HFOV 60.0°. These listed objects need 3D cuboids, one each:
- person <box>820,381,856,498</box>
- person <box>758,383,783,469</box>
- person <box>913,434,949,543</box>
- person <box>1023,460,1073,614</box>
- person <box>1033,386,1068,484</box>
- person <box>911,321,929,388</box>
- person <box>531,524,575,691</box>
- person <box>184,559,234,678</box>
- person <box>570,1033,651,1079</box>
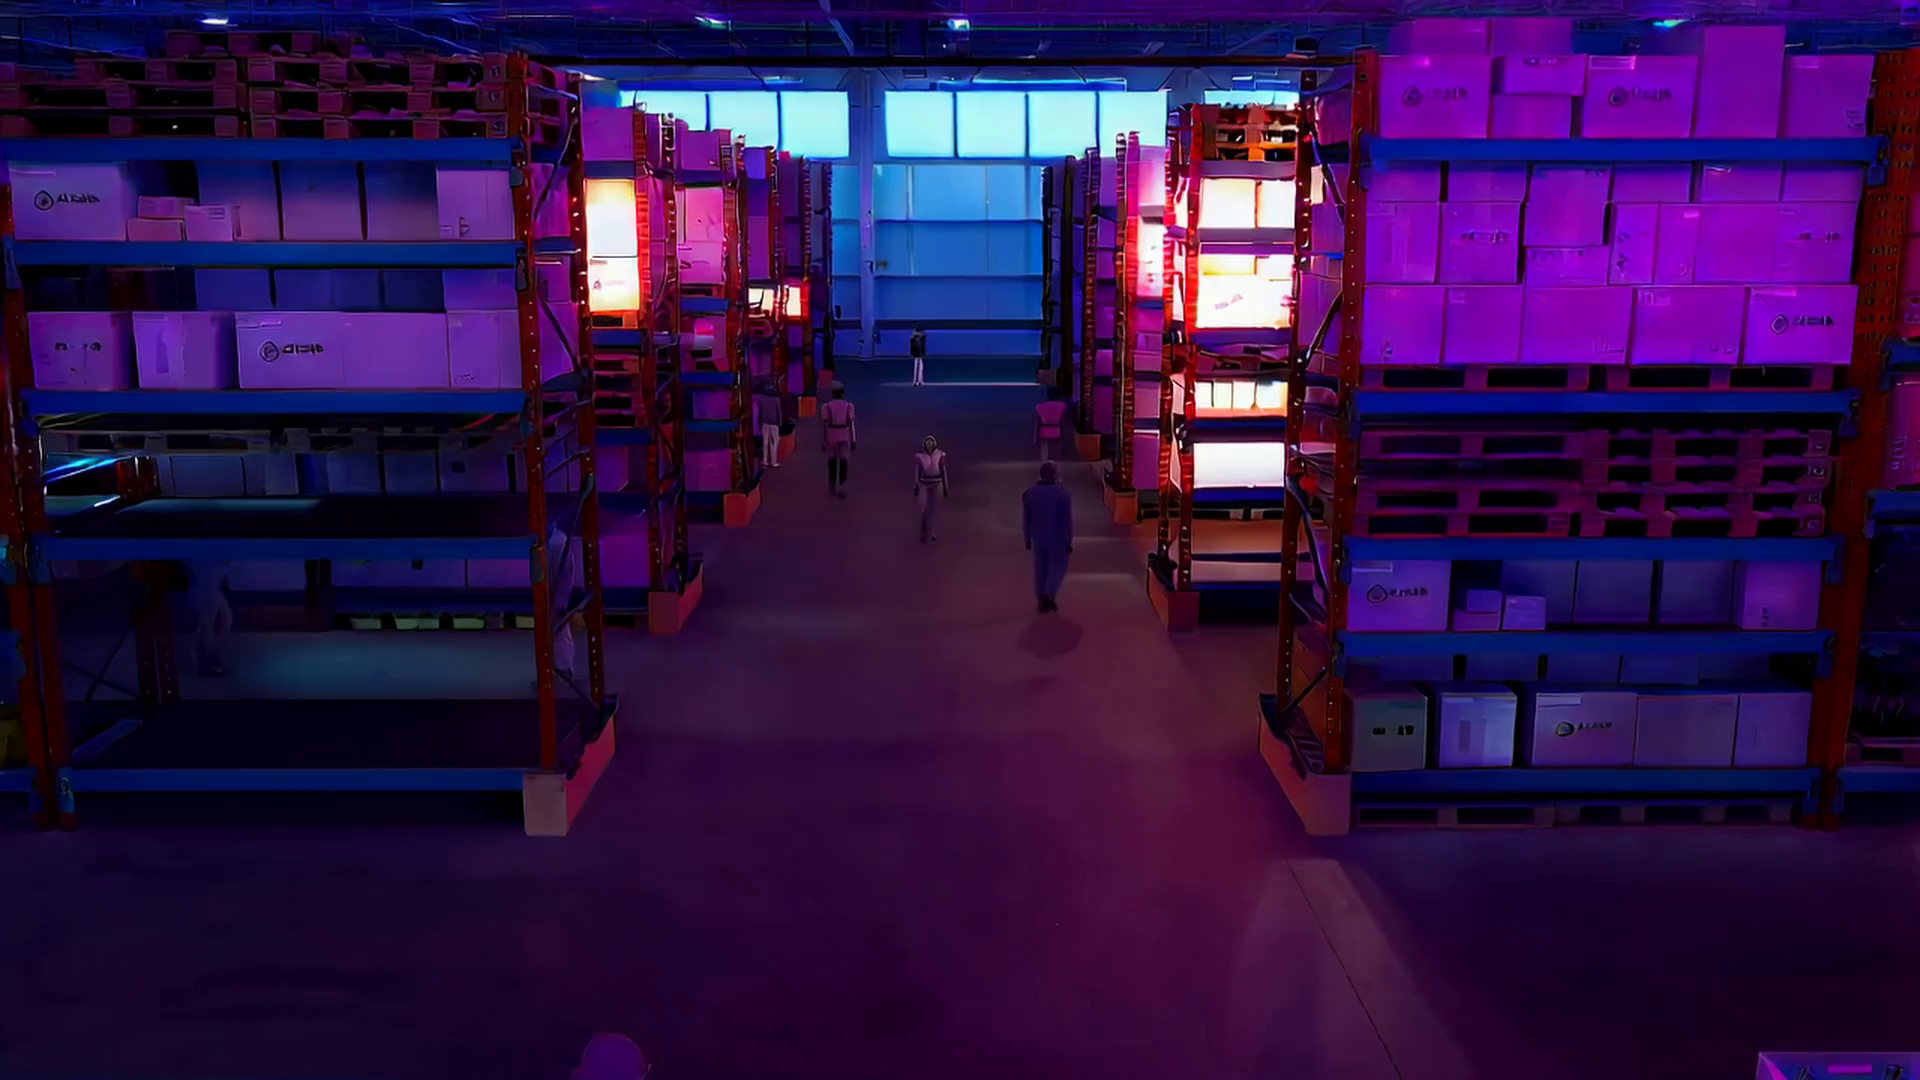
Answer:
[{"bbox_3d":[-2.081,-1.731,28.509,0.629,1.994,1.065,-2,12,-10],"label":"person"},{"bbox_3d":[-3.591,-2.153,31.504,0.504,1.625,0.284,5,12,23],"label":"person"},{"bbox_3d":[-0.420,-0.756,24.572,0.529,1.621,0.509,-1,11,-6],"label":"person"},{"bbox_3d":[1.088,-0.031,20.305,0.664,1.890,0.426,6,13,28],"label":"person"},{"bbox_3d":[1.593,-1.812,29.356,0.595,1.809,0.866,0,11,-1],"label":"person"},{"bbox_3d":[-1.105,-5.075,45.451,0.430,1.841,0.624,-7,13,-29],"label":"person"},{"bbox_3d":[-4.211,0.586,17.139,0.634,1.937,0.355,11,16,43],"label":"person"},{"bbox_3d":[-7.903,0.528,17.537,0.492,1.890,0.687,-4,12,-20],"label":"person"},{"bbox_3d":[-1.321,2.790,6.531,0.431,1.817,0.594,0,11,-1],"label":"person"}]
